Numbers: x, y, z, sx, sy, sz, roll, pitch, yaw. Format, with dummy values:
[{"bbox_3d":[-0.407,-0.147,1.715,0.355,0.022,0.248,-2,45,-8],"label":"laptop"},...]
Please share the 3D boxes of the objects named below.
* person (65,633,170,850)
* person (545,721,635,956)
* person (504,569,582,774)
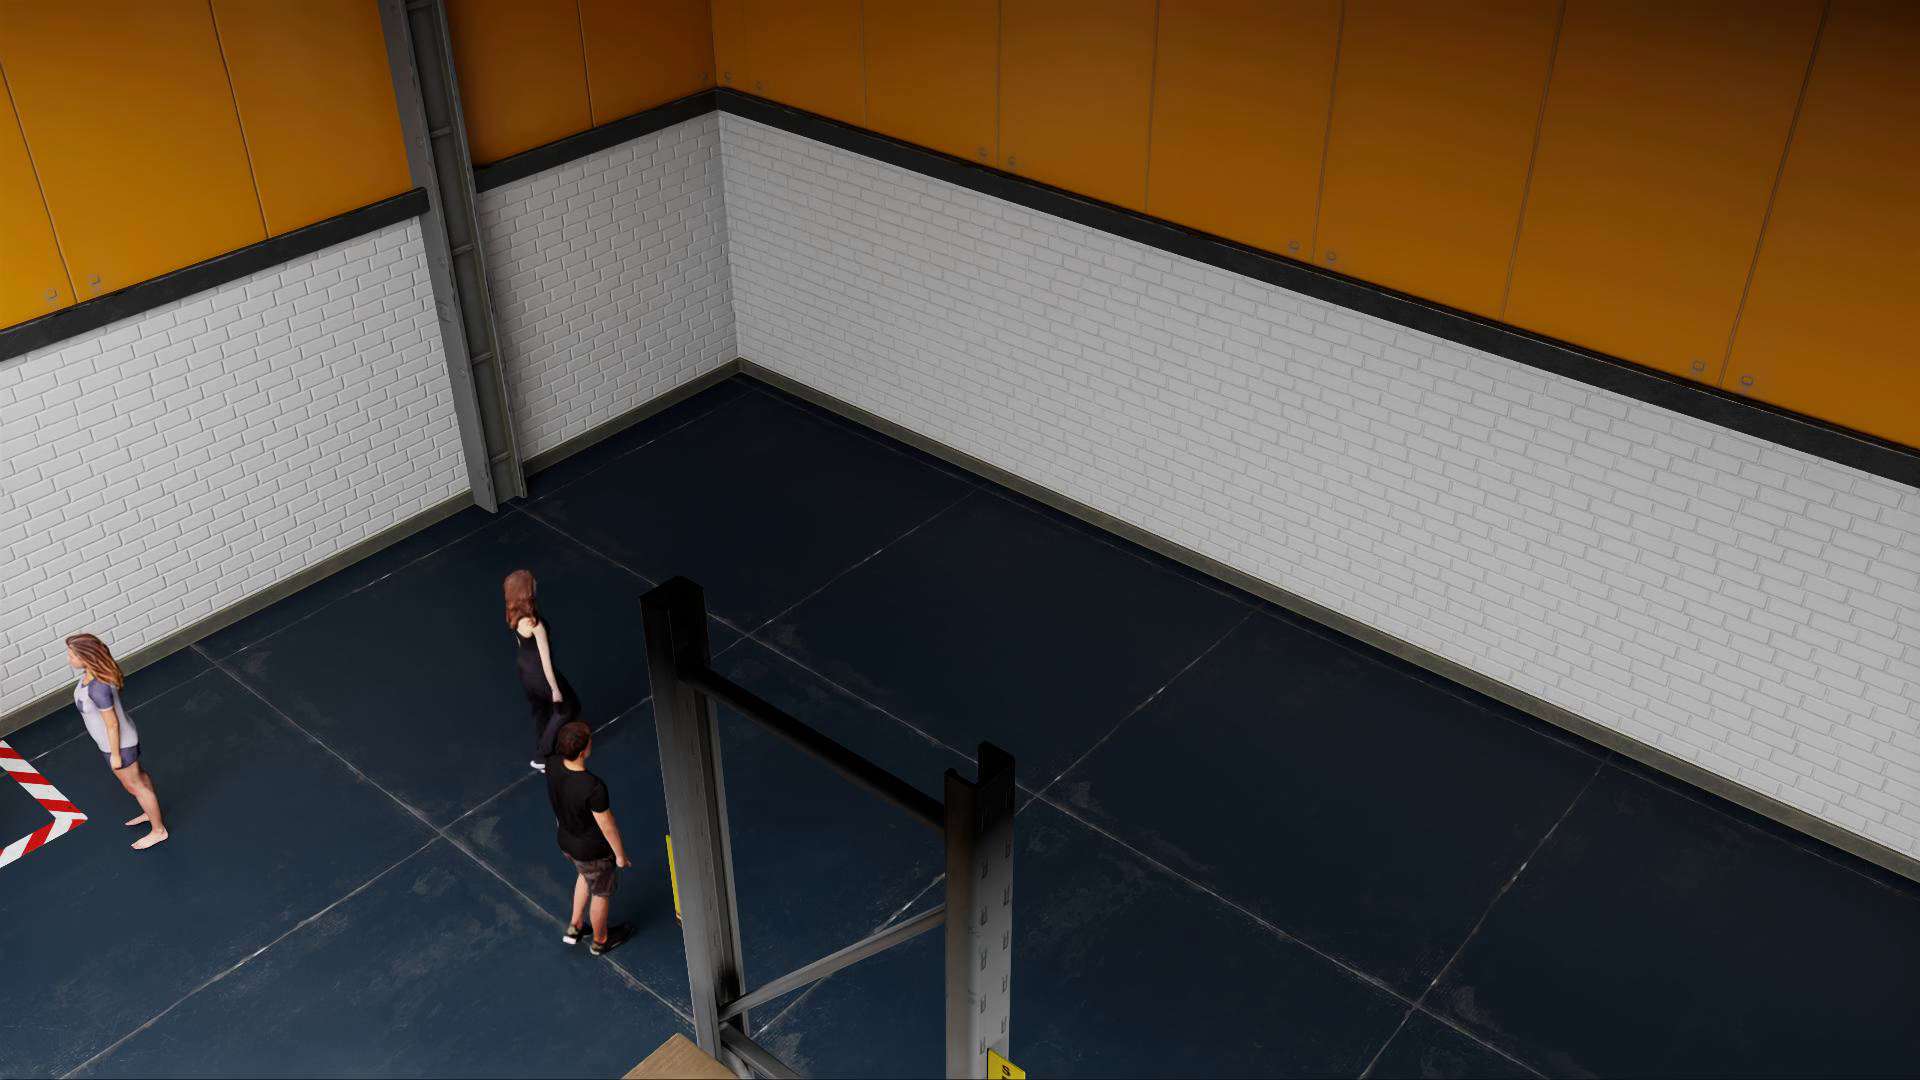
[{"bbox_3d":[-5.677,1.332,11.224,0.655,1.733,0.662,-17,37,-24],"label":"person"},{"bbox_3d":[-2.380,1.895,10.271,0.674,1.849,0.674,24,40,31],"label":"person"},{"bbox_3d":[-3.057,0.983,11.740,0.661,1.742,0.618,-29,43,-36],"label":"person"}]
